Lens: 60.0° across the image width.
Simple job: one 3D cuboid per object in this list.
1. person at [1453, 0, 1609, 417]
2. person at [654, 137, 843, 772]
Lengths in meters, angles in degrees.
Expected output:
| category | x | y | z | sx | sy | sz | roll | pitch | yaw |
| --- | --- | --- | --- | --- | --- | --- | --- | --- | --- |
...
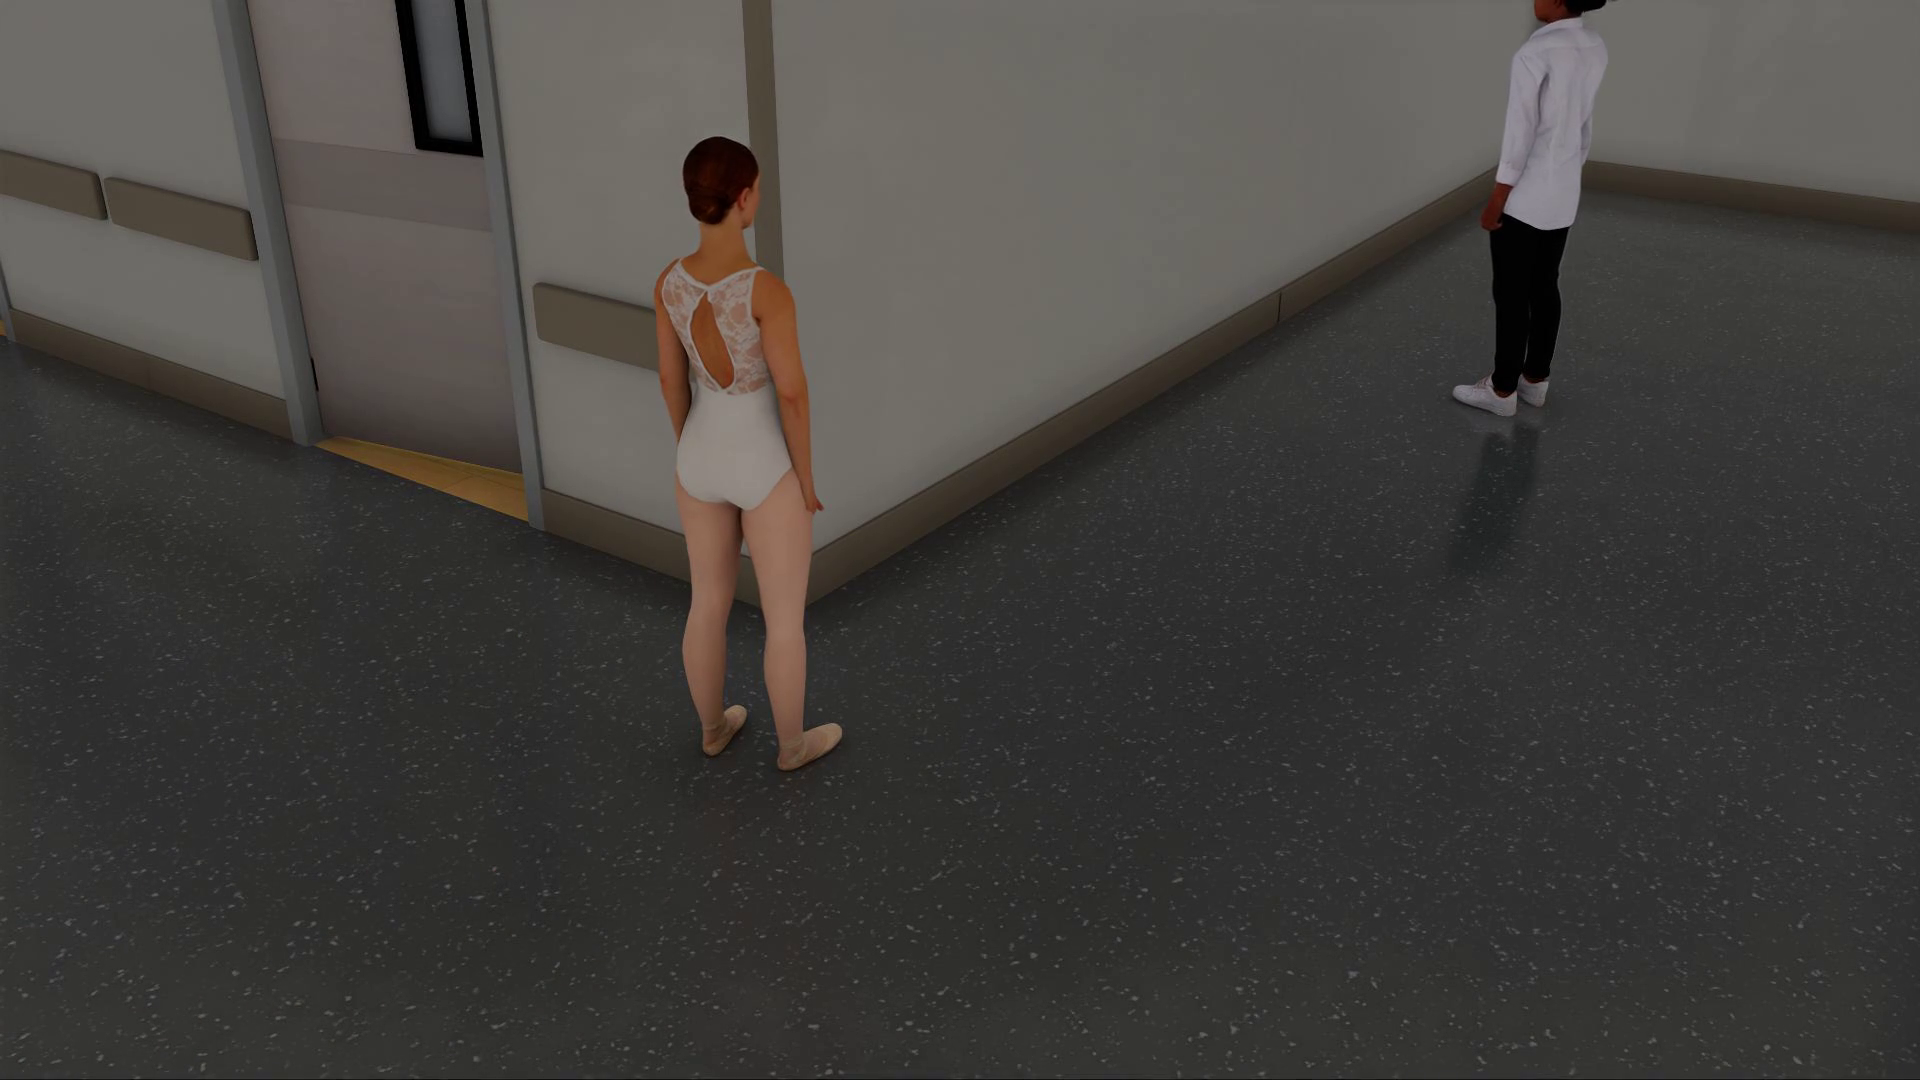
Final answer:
| category | x | y | z | sx | sy | sz | roll | pitch | yaw |
| --- | --- | --- | --- | --- | --- | --- | --- | --- | --- |
| person | 2.239 | -1.376 | 6.438 | 0.630 | 1.809 | 0.771 | -16 | 30 | -30 |
| person | -0.549 | -0.174 | 4.134 | 0.578 | 1.644 | 0.528 | 11 | 28 | 22 |
